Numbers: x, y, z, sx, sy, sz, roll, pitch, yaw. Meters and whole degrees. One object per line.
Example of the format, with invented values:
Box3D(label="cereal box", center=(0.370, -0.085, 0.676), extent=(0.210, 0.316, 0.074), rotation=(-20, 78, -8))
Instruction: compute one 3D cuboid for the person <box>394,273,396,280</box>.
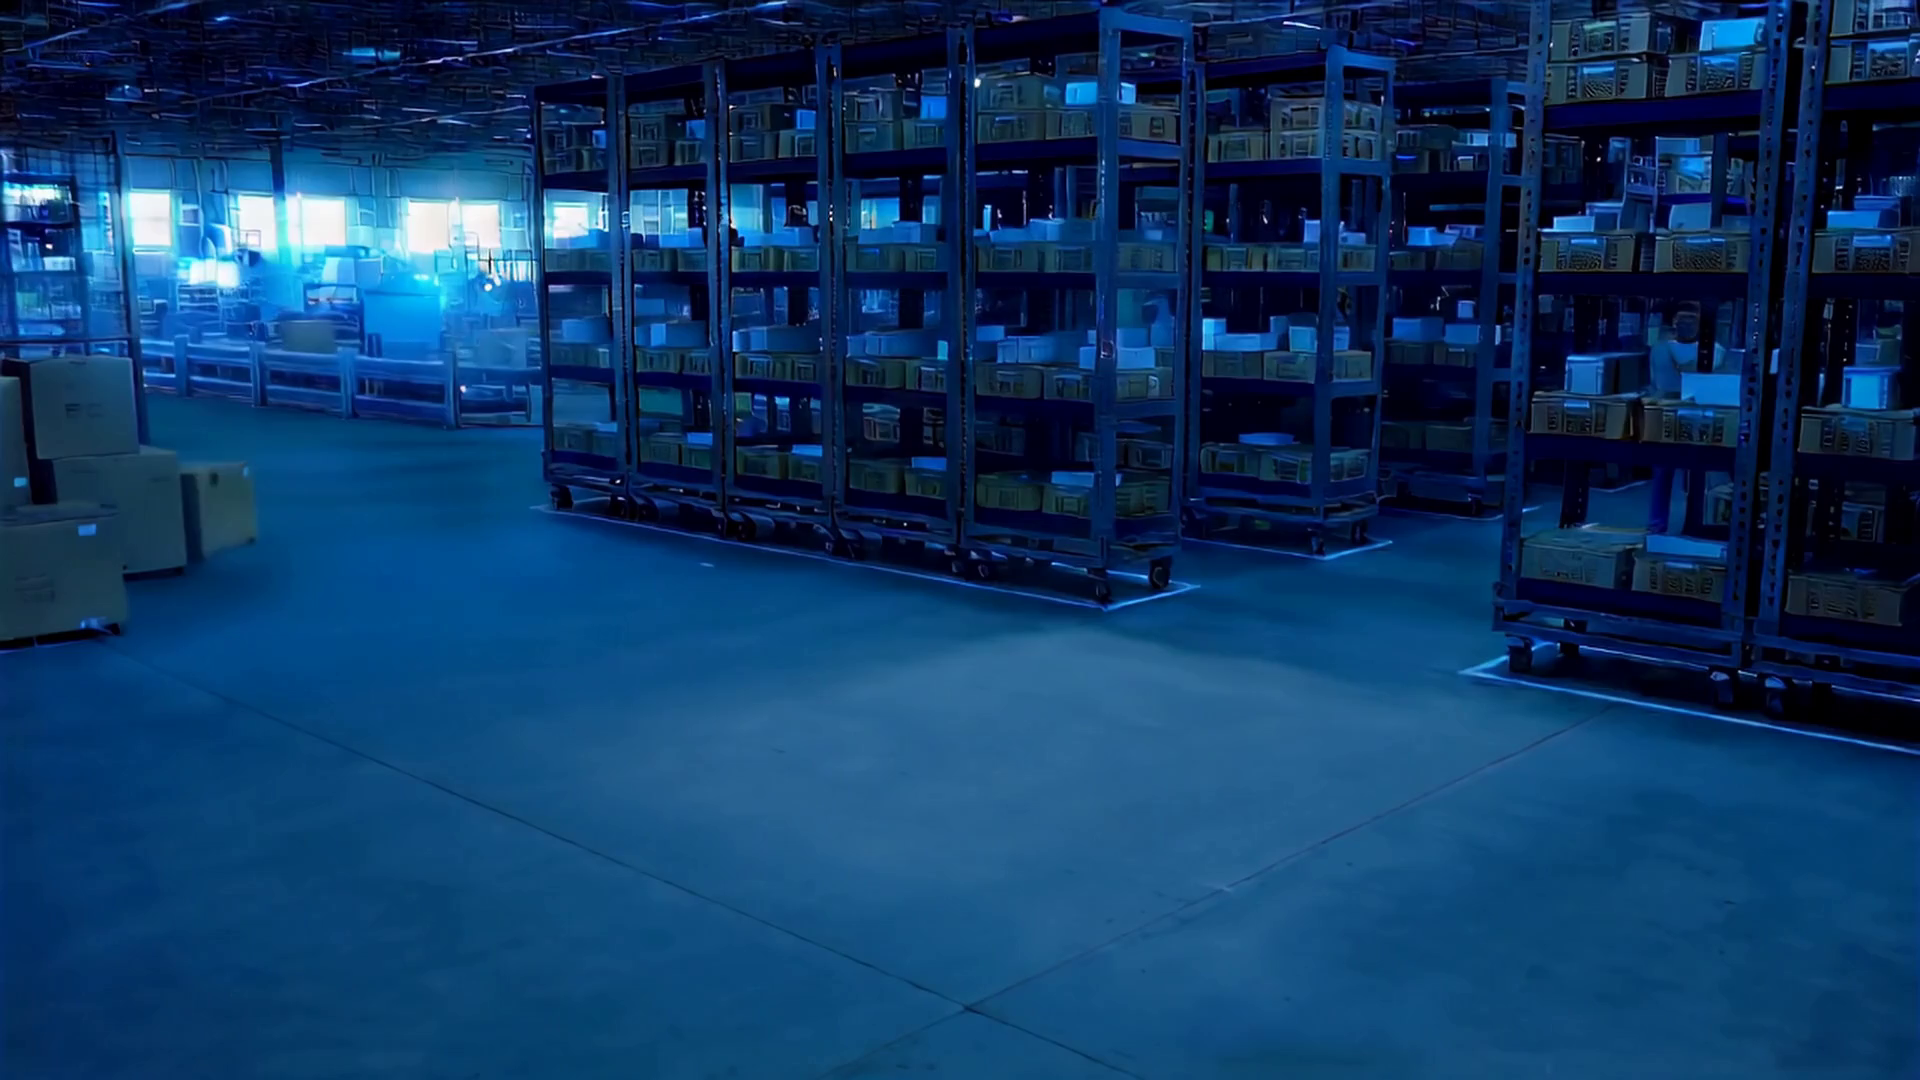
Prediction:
Box3D(label="person", center=(-26.378, -11.602, 78.038), extent=(0.597, 1.922, 0.639), rotation=(-7, 11, -36))

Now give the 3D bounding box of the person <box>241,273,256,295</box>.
Box3D(label="person", center=(-23.661, -7.892, 55.254), extent=(0.581, 1.931, 0.386), rotation=(5, 10, 27))

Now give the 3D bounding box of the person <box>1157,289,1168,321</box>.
Box3D(label="person", center=(4.427, -4.615, 35.663), extent=(0.541, 1.750, 0.577), rotation=(7, 12, 38))

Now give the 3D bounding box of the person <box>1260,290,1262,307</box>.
Box3D(label="person", center=(9.531, -7.468, 53.262), extent=(0.541, 1.731, 0.551), rotation=(-8, 12, -42))

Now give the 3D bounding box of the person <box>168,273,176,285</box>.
Box3D(label="person", center=(-41.670, -13.217, 87.928), extent=(0.603, 1.913, 0.587), rotation=(6, 11, 34))

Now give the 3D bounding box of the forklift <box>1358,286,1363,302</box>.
Box3D(label="forklift", center=(11.100, -7.017, 46.970), extent=(1.873, 2.768, 1.129), rotation=(9, 13, 43))

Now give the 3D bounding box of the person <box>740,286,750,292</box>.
Box3D(label="person", center=(-8.208, -9.200, 63.232), extent=(0.371, 1.939, 0.543), rotation=(-8, 13, -42))

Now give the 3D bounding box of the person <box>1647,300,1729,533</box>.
Box3D(label="person", center=(5.179, -0.789, 11.930), extent=(0.569, 1.849, 0.385), rotation=(9, 13, 44))

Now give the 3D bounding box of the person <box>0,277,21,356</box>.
Box3D(label="person", center=(-20.345, -4.742, 35.684), extent=(0.521, 2.007, 0.614), rotation=(-1, 9, -4))

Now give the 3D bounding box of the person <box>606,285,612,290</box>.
Box3D(label="person", center=(-18.326, -13.131, 87.020), extent=(0.995, 2.000, 0.692), rotation=(9, 13, 43))

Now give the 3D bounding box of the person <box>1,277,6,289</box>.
Box3D(label="person", center=(-45.401, -11.835, 79.257), extent=(0.586, 1.977, 0.633), rotation=(-5, 11, -28))

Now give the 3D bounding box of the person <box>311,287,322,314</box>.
Box3D(label="person", center=(-22.363, -8.307, 57.823), extent=(0.372, 1.917, 0.596), rotation=(-8, 12, -41))

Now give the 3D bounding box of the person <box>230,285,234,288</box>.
Box3D(label="person", center=(-24.679, -8.007, 56.543), extent=(0.556, 1.730, 0.502), rotation=(7, 12, 36))

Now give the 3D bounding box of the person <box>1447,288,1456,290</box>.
Box3D(label="person", center=(18.649, -9.042, 63.193), extent=(0.505, 1.632, 0.269), rotation=(-6, 11, -31))

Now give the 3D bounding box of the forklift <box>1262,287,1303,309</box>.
Box3D(label="forklift", center=(10.769, -8.203, 54.240), extent=(1.129, 2.768, 1.873), rotation=(8, 12, 42))
